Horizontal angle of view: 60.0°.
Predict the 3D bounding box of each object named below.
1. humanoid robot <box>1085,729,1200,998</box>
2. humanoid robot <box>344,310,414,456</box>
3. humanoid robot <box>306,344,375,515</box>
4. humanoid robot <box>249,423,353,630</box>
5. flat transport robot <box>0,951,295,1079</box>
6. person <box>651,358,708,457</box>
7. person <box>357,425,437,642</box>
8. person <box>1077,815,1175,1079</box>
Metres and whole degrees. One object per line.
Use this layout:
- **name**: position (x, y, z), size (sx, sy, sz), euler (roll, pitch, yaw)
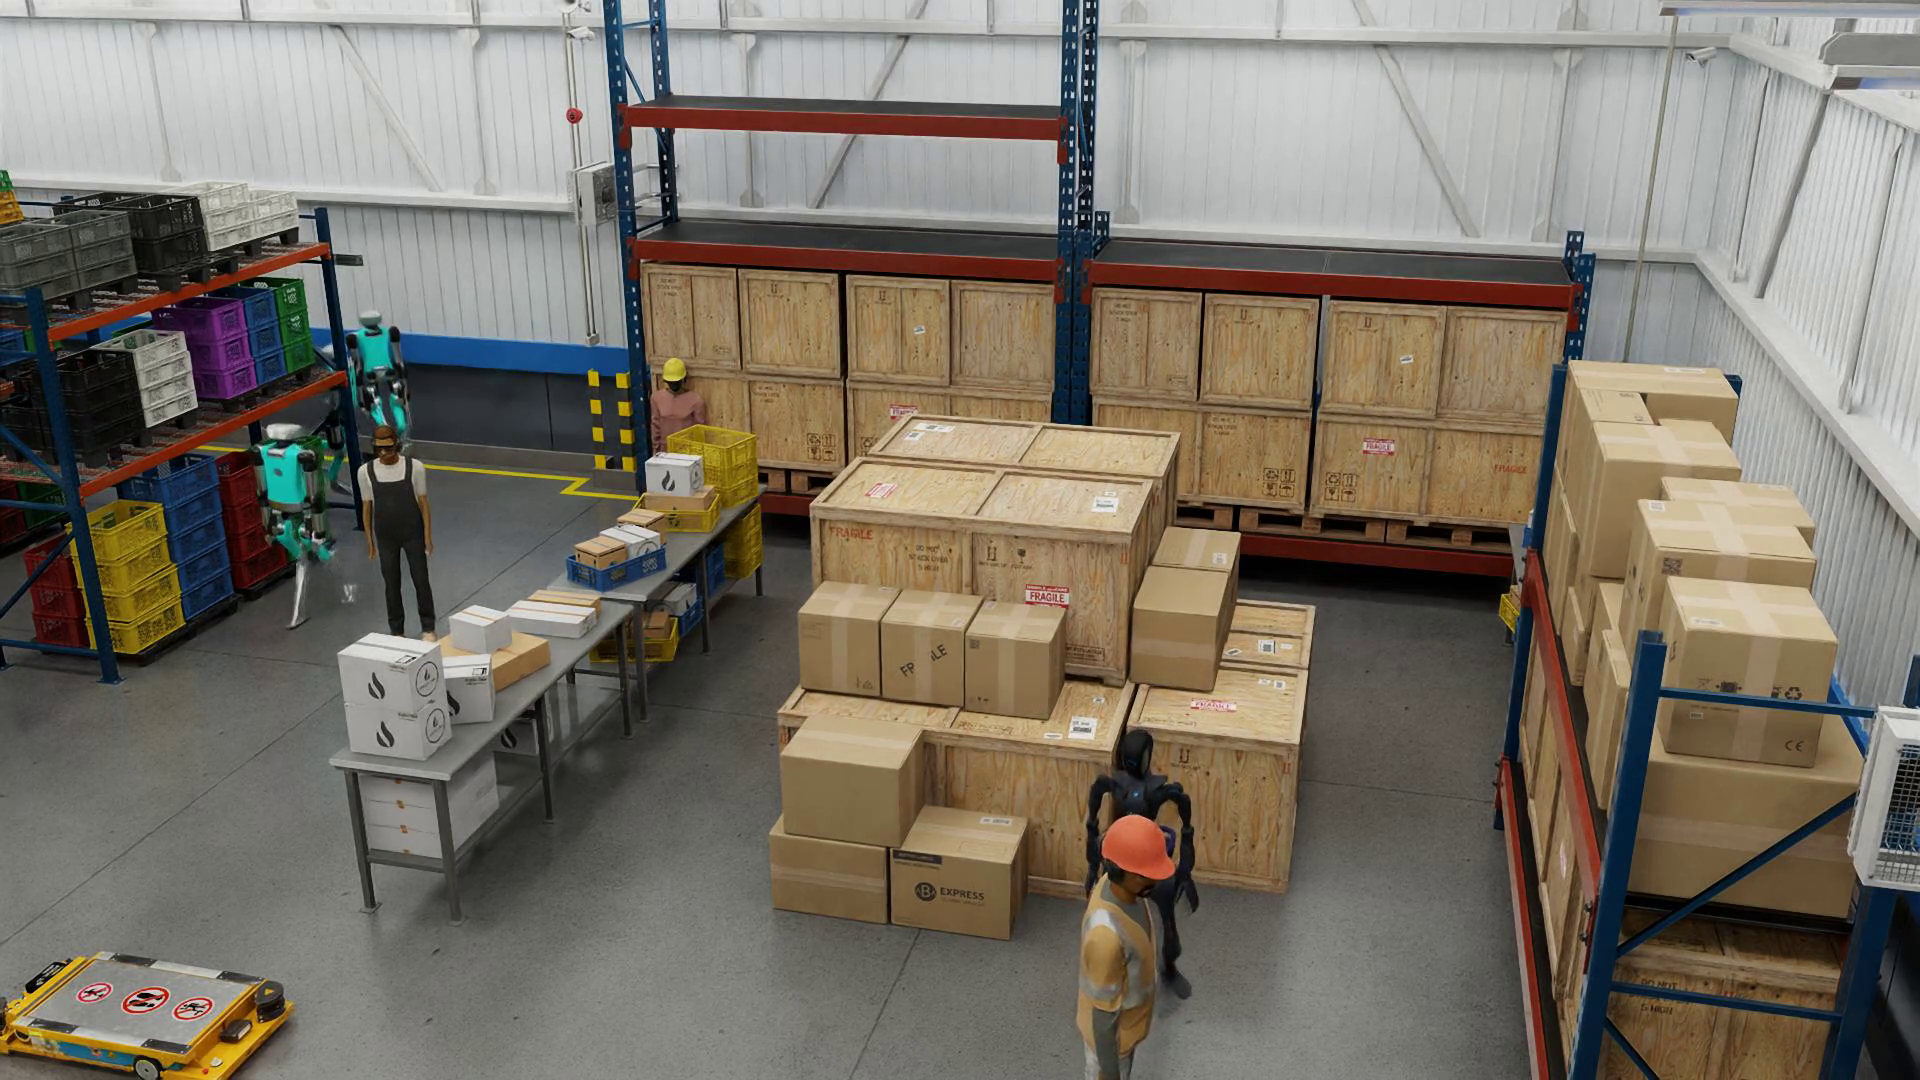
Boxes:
- **humanoid robot**: position (0.959, 1.687, 8.660), size (0.609, 1.636, 0.457), euler (5, 21, 13)
- **humanoid robot**: position (-5.665, -1.336, 16.524), size (0.561, 1.778, 0.955), euler (-12, 24, -29)
- **humanoid robot**: position (-5.943, -1.001, 15.651), size (1.072, 1.744, 0.577), euler (1, 21, 2)
- **humanoid robot**: position (-5.248, -0.153, 13.475), size (0.569, 1.841, 0.869), euler (3, 21, 8)
- **flat transport robot**: position (-4.270, 2.464, 8.601), size (1.431, 0.231, 0.659), euler (5, 22, 13)
- **person**: position (-2.533, -0.794, 15.040), size (0.524, 1.761, 0.336), euler (4, 21, 10)
- **person**: position (-4.350, -0.024, 12.915), size (0.505, 1.838, 0.340), euler (-6, 22, -14)
- **person**: position (0.698, 2.078, 7.130), size (0.384, 2.039, 0.613), euler (5, 21, 13)
